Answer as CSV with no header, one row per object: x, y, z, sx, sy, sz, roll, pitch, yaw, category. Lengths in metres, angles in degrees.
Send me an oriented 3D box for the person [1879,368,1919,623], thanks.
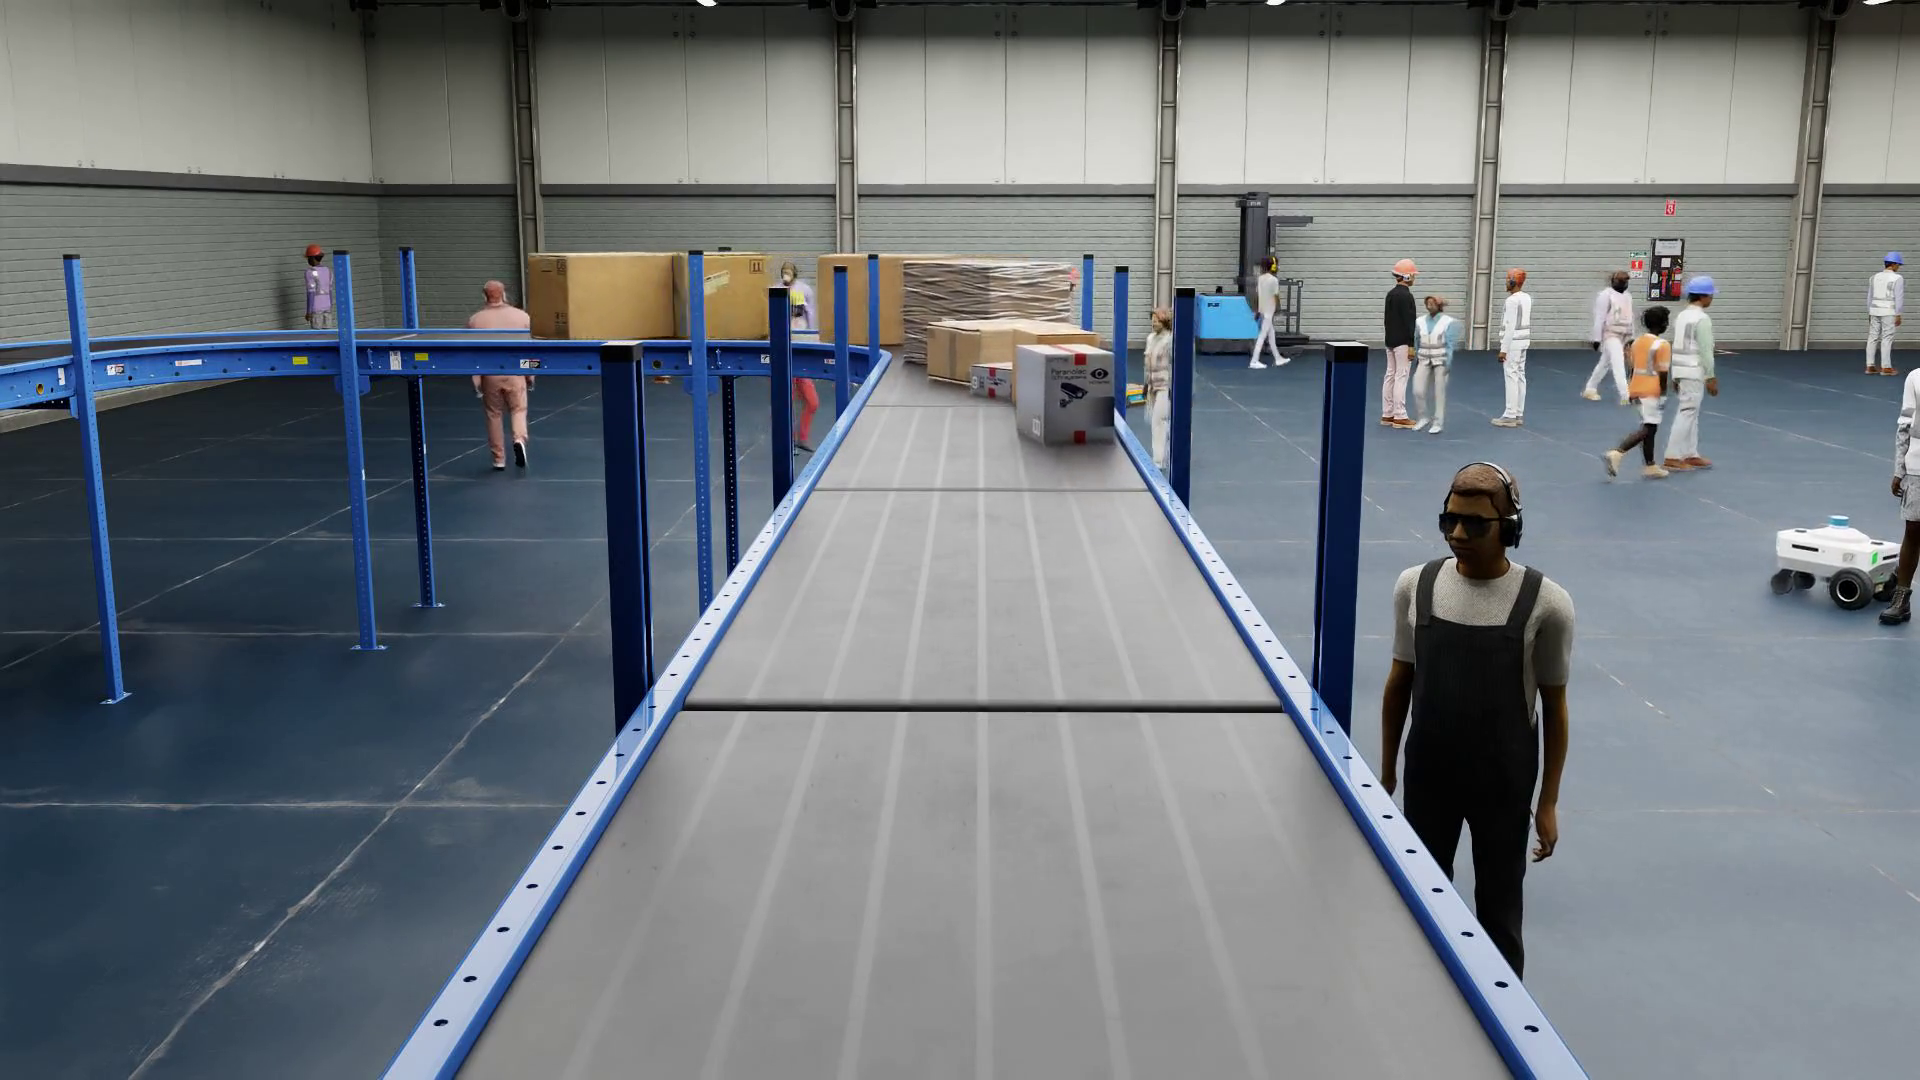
5.997,-0.425,10.166,0.543,1.942,0.353,10,15,42,person

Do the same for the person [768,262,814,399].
-2.330,-2.823,22.631,0.633,1.884,1.033,3,12,17,person

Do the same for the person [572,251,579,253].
-6.931,-4.261,30.031,0.669,1.873,0.810,-5,12,-23,person

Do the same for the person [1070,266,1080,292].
1.241,-2.569,21.376,0.936,1.881,0.577,3,11,16,person

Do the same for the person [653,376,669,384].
-4.282,-3.329,25.031,0.874,1.968,0.631,8,14,36,person

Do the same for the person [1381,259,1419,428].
5.288,-2.355,19.939,0.375,1.997,0.612,-2,11,-13,person

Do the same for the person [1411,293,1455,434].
5.471,-2.037,19.260,0.529,1.622,0.446,9,14,40,person

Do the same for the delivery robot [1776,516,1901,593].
5.793,0.084,10.993,0.477,0.478,0.707,-7,13,-32,delivery robot

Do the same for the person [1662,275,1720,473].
7.288,-1.649,16.495,0.488,1.947,0.609,1,11,4,person

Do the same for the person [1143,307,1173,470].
2.053,-1.503,16.521,0.555,1.617,0.525,-5,12,-24,person

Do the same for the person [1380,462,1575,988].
1.423,0.692,4.673,0.517,1.844,0.329,7,13,33,person

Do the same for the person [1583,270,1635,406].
8.839,-2.744,22.473,0.641,1.798,0.950,-8,14,-35,person

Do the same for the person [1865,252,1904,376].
14.755,-3.606,26.525,0.411,1.936,0.604,-4,12,-19,person

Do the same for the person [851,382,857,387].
-1.354,-3.055,23.816,0.735,1.889,0.639,8,14,36,person

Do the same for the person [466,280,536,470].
-4.510,-1.611,16.398,0.652,1.885,0.639,-4,12,-18,person

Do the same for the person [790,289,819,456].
-1.703,-1.754,17.498,0.541,1.749,0.542,5,12,26,person

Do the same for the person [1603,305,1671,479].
6.515,-1.402,15.884,0.722,1.677,0.538,-2,11,-10,person

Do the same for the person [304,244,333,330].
-10.535,-3.815,27.314,0.365,2.048,0.607,3,11,15,person

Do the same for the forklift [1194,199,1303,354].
5.313,-4.851,30.603,1.873,2.768,1.129,0,11,1,forklift

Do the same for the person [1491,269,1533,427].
6.675,-2.322,20.067,0.353,1.883,0.573,9,14,40,person

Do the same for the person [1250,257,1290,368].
5.235,-3.787,27.725,0.926,1.826,0.548,-5,12,-22,person

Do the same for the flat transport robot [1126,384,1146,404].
2.156,-1.950,22.419,0.652,0.197,1.431,8,14,37,flat transport robot
